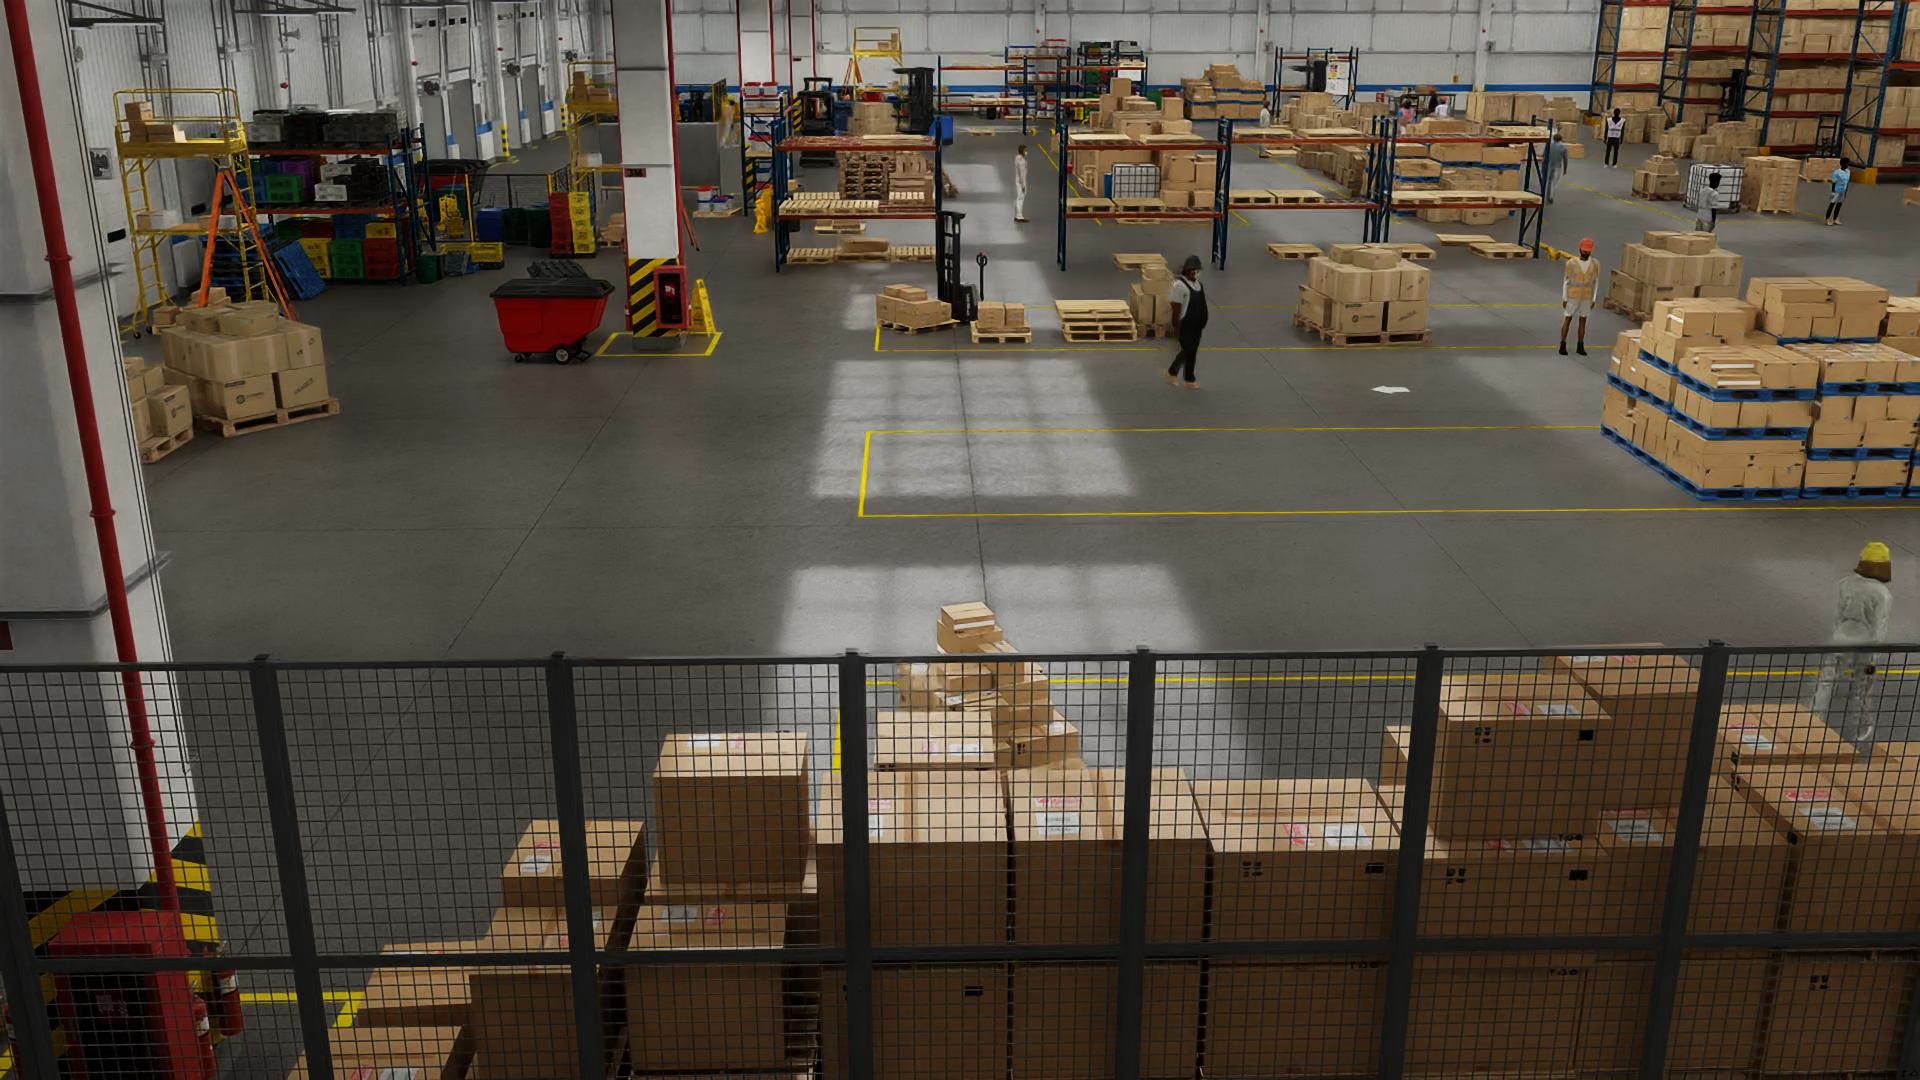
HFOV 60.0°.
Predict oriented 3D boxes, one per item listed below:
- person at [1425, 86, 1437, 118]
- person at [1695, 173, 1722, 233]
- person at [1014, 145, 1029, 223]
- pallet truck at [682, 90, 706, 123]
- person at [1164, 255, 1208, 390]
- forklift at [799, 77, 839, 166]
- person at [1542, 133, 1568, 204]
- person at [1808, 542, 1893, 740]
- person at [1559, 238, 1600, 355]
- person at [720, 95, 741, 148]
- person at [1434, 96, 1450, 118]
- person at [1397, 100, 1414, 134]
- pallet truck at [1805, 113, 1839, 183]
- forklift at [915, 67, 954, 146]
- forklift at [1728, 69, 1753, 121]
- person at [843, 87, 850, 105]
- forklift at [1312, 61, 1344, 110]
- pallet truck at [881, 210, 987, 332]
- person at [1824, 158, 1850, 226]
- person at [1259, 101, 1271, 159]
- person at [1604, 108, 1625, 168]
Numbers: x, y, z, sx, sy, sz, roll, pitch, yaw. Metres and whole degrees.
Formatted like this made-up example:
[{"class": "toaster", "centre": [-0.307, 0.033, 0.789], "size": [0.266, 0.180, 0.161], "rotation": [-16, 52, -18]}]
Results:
[{"class": "person", "centre": [18.197, -16.630, 64.615], "size": [0.890, 1.958, 0.652], "rotation": [8, 20, 23]}, {"class": "person", "centre": [16.109, -6.934, 35.874], "size": [0.383, 1.957, 0.606], "rotation": [-2, 19, -7]}, {"class": "person", "centre": [1.544, -9.010, 42.052], "size": [0.354, 1.936, 0.635], "rotation": [-4, 19, -11]}, {"class": "pallet truck", "centre": [-9.671, -15.907, 62.421], "size": [0.823, 1.965, 1.885], "rotation": [5, 19, 15]}, {"class": "person", "centre": [3.435, -3.236, 24.763], "size": [0.536, 2.000, 0.701], "rotation": [14, 23, 35]}, {"class": "forklift", "centre": [-4.644, -13.871, 55.021], "size": [1.129, 2.768, 1.873], "rotation": [2, 19, 5]}, {"class": "person", "centre": [16.358, -10.237, 45.777], "size": [0.644, 1.898, 1.013], "rotation": [10, 21, 27]}, {"class": "person", "centre": [7.071, 0.850, 13.174], "size": [0.843, 1.694, 0.489], "rotation": [-10, 21, -28]}, {"class": "person", "centre": [10.097, -3.957, 27.087], "size": [0.542, 1.928, 0.399], "rotation": [2, 19, 5]}, {"class": "person", "centre": [-8.343, -15.250, 60.663], "size": [0.966, 1.871, 0.609], "rotation": [0, 19, 0]}, {"class": "person", "centre": [17.463, -15.112, 60.248], "size": [0.592, 1.891, 0.941], "rotation": [2, 19, 5]}, {"class": "person", "centre": [15.895, -14.850, 59.562], "size": [0.636, 1.827, 0.661], "rotation": [-7, 20, -19]}, {"class": "pallet truck", "centre": [26.403, -11.957, 50.702], "size": [0.823, 1.965, 1.885], "rotation": [6, 19, 16]}, {"class": "forklift", "centre": [-1.273, -15.879, 60.977], "size": [1.873, 2.768, 1.129], "rotation": [-10, 21, -26]}, {"class": "forklift", "centre": [27.973, -15.491, 59.826], "size": [1.873, 2.768, 1.129], "rotation": [-1, 19, -1]}, {"class": "person", "centre": [-4.634, -17.675, 68.142], "size": [0.320, 1.691, 0.537], "rotation": [-6, 20, -18]}, {"class": "forklift", "centre": [14.207, -17.532, 65.881], "size": [1.873, 2.768, 1.129], "rotation": [-1, 19, -2]}, {"class": "pallet truck", "centre": [-0.493, -4.759, 29.349], "size": [1.885, 1.965, 0.823], "rotation": [-13, 23, -34]}, {"class": "person", "centre": [21.920, -8.685, 41.475], "size": [0.532, 1.690, 0.322], "rotation": [-8, 20, -22]}, {"class": "person", "centre": [10.489, -14.114, 57.195], "size": [0.372, 1.940, 0.630], "rotation": [-1, 19, -2]}, {"class": "person", "centre": [21.335, -13.113, 54.274], "size": [0.591, 1.911, 0.390], "rotation": [6, 20, 18]}]
